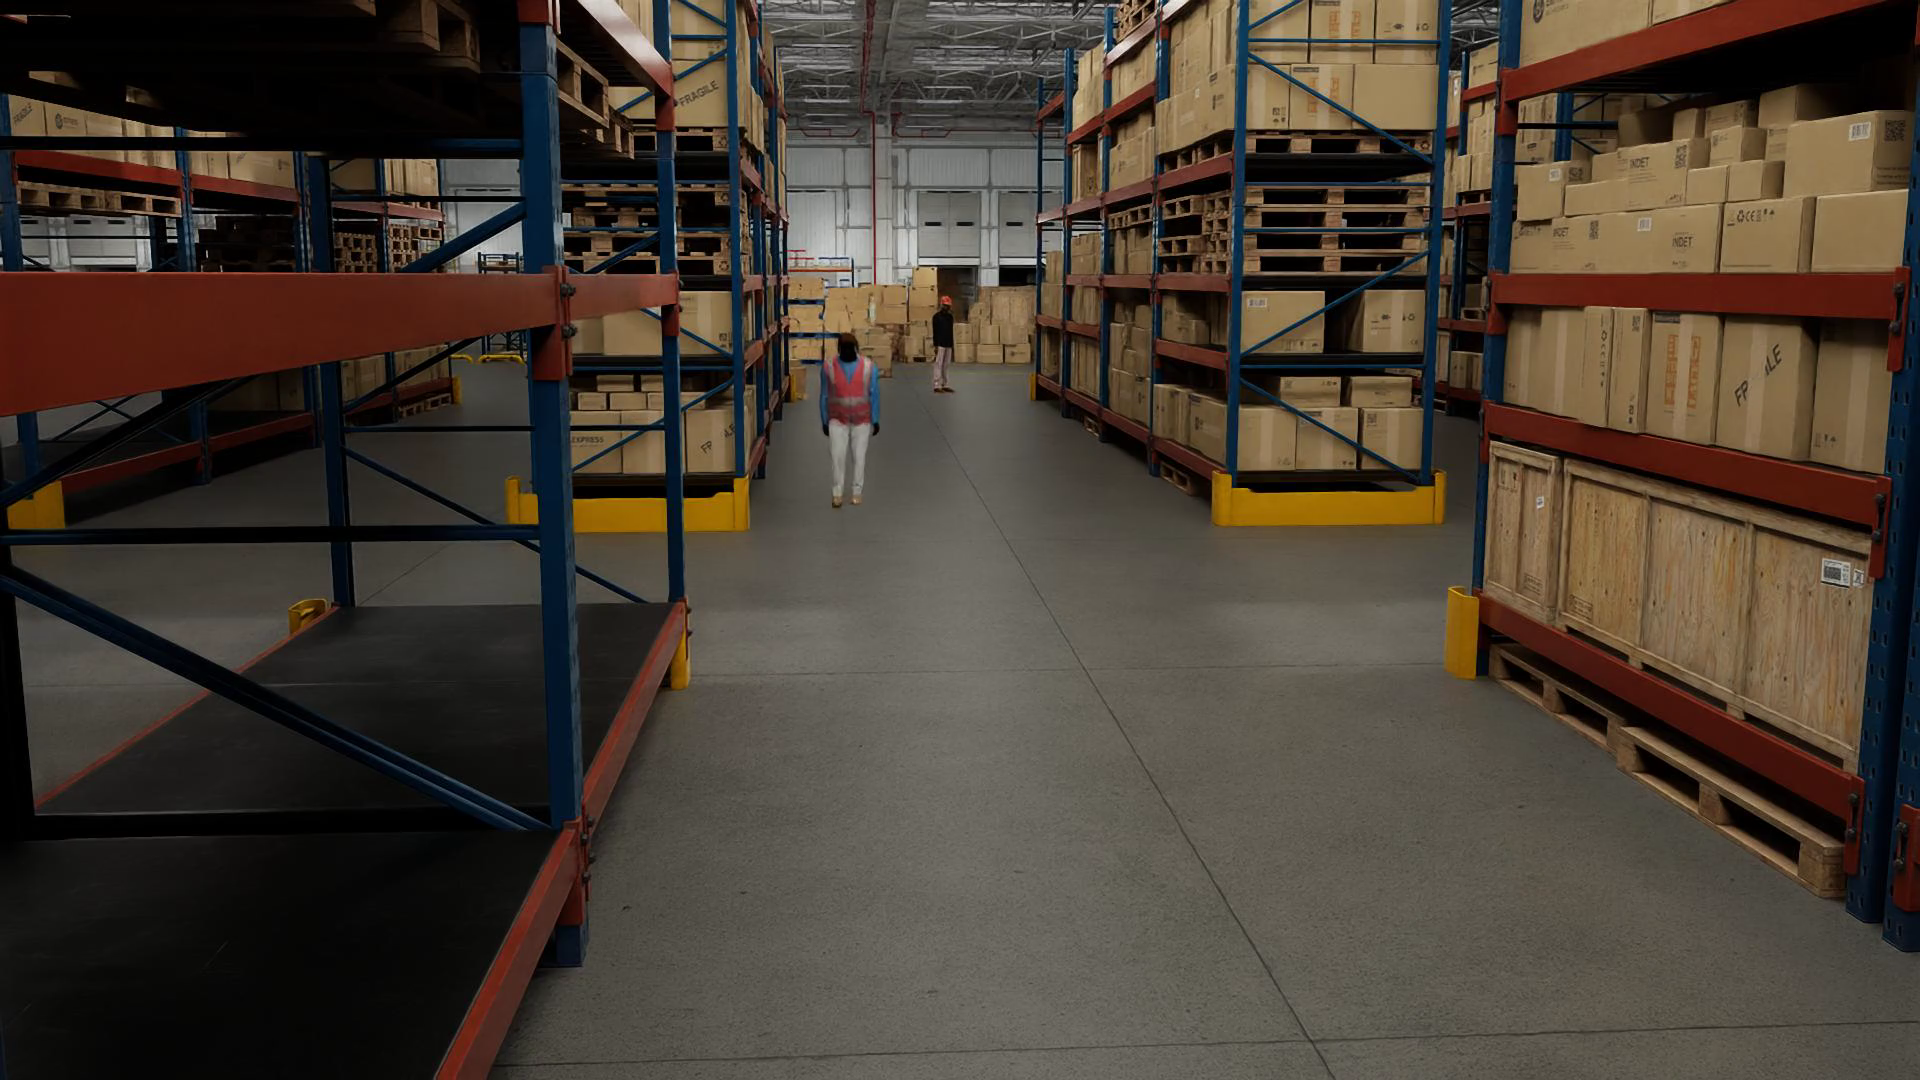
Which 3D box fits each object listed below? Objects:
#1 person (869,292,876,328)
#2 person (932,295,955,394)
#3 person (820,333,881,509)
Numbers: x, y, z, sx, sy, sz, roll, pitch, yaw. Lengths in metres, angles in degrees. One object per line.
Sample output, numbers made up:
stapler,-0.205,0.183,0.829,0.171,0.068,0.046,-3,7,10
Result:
person,-2.875,-6.682,51.196,0.951,1.907,0.632,5,10,29
person,-0.315,-3.979,33.898,0.393,1.991,0.613,7,12,39
person,-1.130,-1.216,17.144,0.628,1.807,0.895,-1,9,-5
